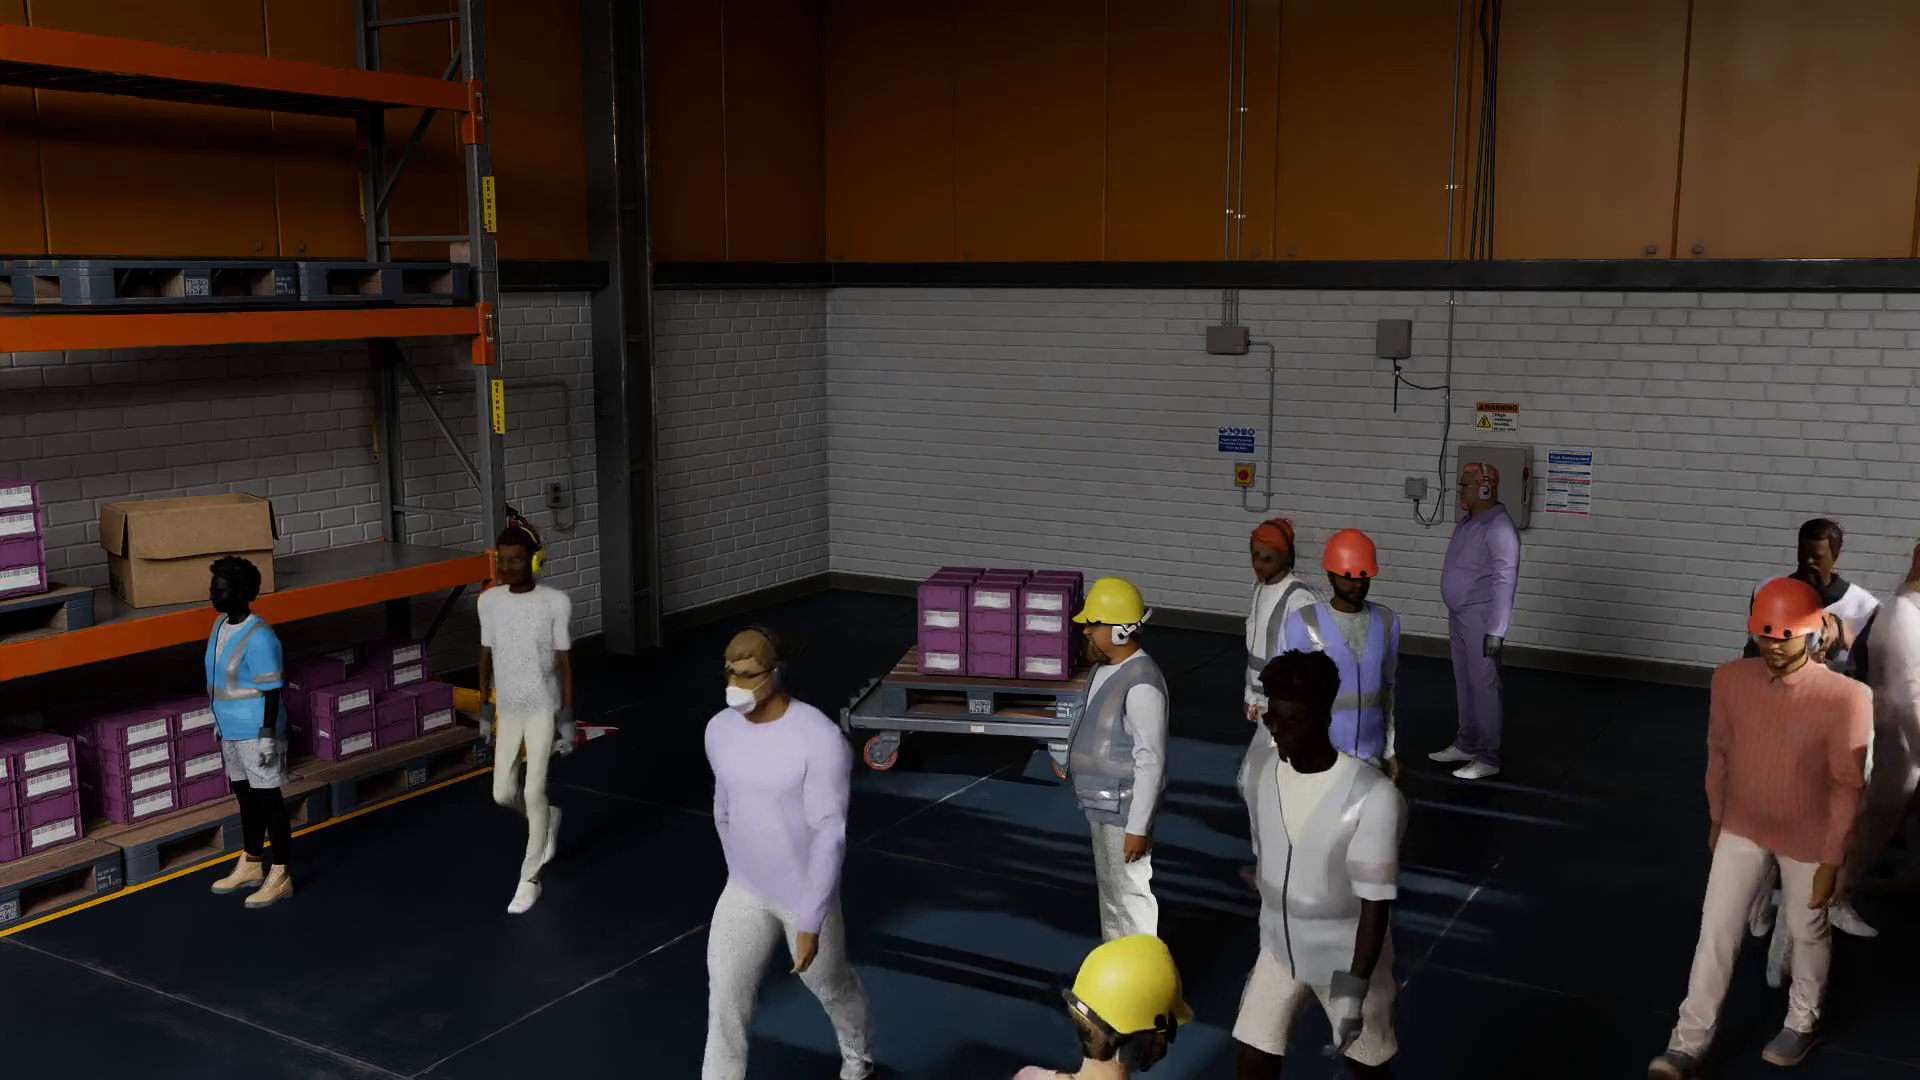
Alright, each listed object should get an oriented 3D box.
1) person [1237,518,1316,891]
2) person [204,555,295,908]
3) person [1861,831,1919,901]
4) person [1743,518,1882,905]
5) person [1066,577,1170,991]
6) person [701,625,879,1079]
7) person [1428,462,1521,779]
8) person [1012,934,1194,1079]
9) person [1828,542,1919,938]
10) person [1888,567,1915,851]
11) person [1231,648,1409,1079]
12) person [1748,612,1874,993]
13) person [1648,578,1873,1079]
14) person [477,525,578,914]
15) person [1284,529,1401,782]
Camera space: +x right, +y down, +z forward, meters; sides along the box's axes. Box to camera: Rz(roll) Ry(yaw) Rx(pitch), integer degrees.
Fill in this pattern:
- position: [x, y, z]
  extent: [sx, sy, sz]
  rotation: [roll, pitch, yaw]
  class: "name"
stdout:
- position: [1.517, 0.809, 8.115]
  extent: [0.444, 1.862, 0.712]
  rotation: [-1, 9, -7]
  class: "person"
- position: [-3.429, 0.911, 8.003]
  extent: [0.531, 1.697, 0.322]
  rotation: [8, 12, 41]
  class: "person"
- position: [4.857, 0.910, 7.739]
  extent: [0.971, 1.801, 0.623]
  rotation: [6, 11, 31]
  class: "person"
- position: [4.132, 0.805, 8.088]
  extent: [0.943, 1.888, 0.609]
  rotation: [-7, 12, -38]
  class: "person"
- position: [0.629, 1.051, 6.709]
  extent: [0.403, 1.830, 0.598]
  rotation: [-2, 9, -11]
  class: "person"
- position: [-0.614, 1.203, 5.666]
  extent: [0.630, 1.880, 1.078]
  rotation: [5, 10, 29]
  class: "person"
- position: [3.098, 0.480, 10.044]
  extent: [0.408, 1.906, 0.654]
  rotation: [-1, 9, -5]
  class: "person"
- position: [0.295, 1.642, 3.404]
  extent: [0.961, 1.719, 0.526]
  rotation: [-6, 11, -34]
  class: "person"
- position: [4.308, 0.919, 7.483]
  extent: [0.668, 1.877, 0.806]
  rotation: [-9, 13, -44]
  class: "person"
- position: [5.025, 0.770, 8.363]
  extent: [0.420, 1.881, 0.675]
  rotation: [-2, 9, -15]
  class: "person"
- position: [1.088, 1.271, 5.117]
  extent: [0.998, 1.913, 0.613]
  rotation: [-8, 12, -43]
  class: "person"
- position: [3.623, 1.091, 7.176]
  extent: [0.518, 1.596, 0.771]
  rotation: [8, 12, 41]
  class: "person"
- position: [2.978, 1.094, 6.127]
  extent: [1.032, 1.928, 0.620]
  rotation: [-8, 12, -41]
  class: "person"
- position: [-2.075, 0.824, 8.071]
  extent: [0.525, 1.853, 0.640]
  rotation: [2, 9, 11]
  class: "person"
- position: [1.682, 0.904, 7.298]
  extent: [0.552, 1.935, 0.368]
  rotation: [-2, 9, -14]
  class: "person"
